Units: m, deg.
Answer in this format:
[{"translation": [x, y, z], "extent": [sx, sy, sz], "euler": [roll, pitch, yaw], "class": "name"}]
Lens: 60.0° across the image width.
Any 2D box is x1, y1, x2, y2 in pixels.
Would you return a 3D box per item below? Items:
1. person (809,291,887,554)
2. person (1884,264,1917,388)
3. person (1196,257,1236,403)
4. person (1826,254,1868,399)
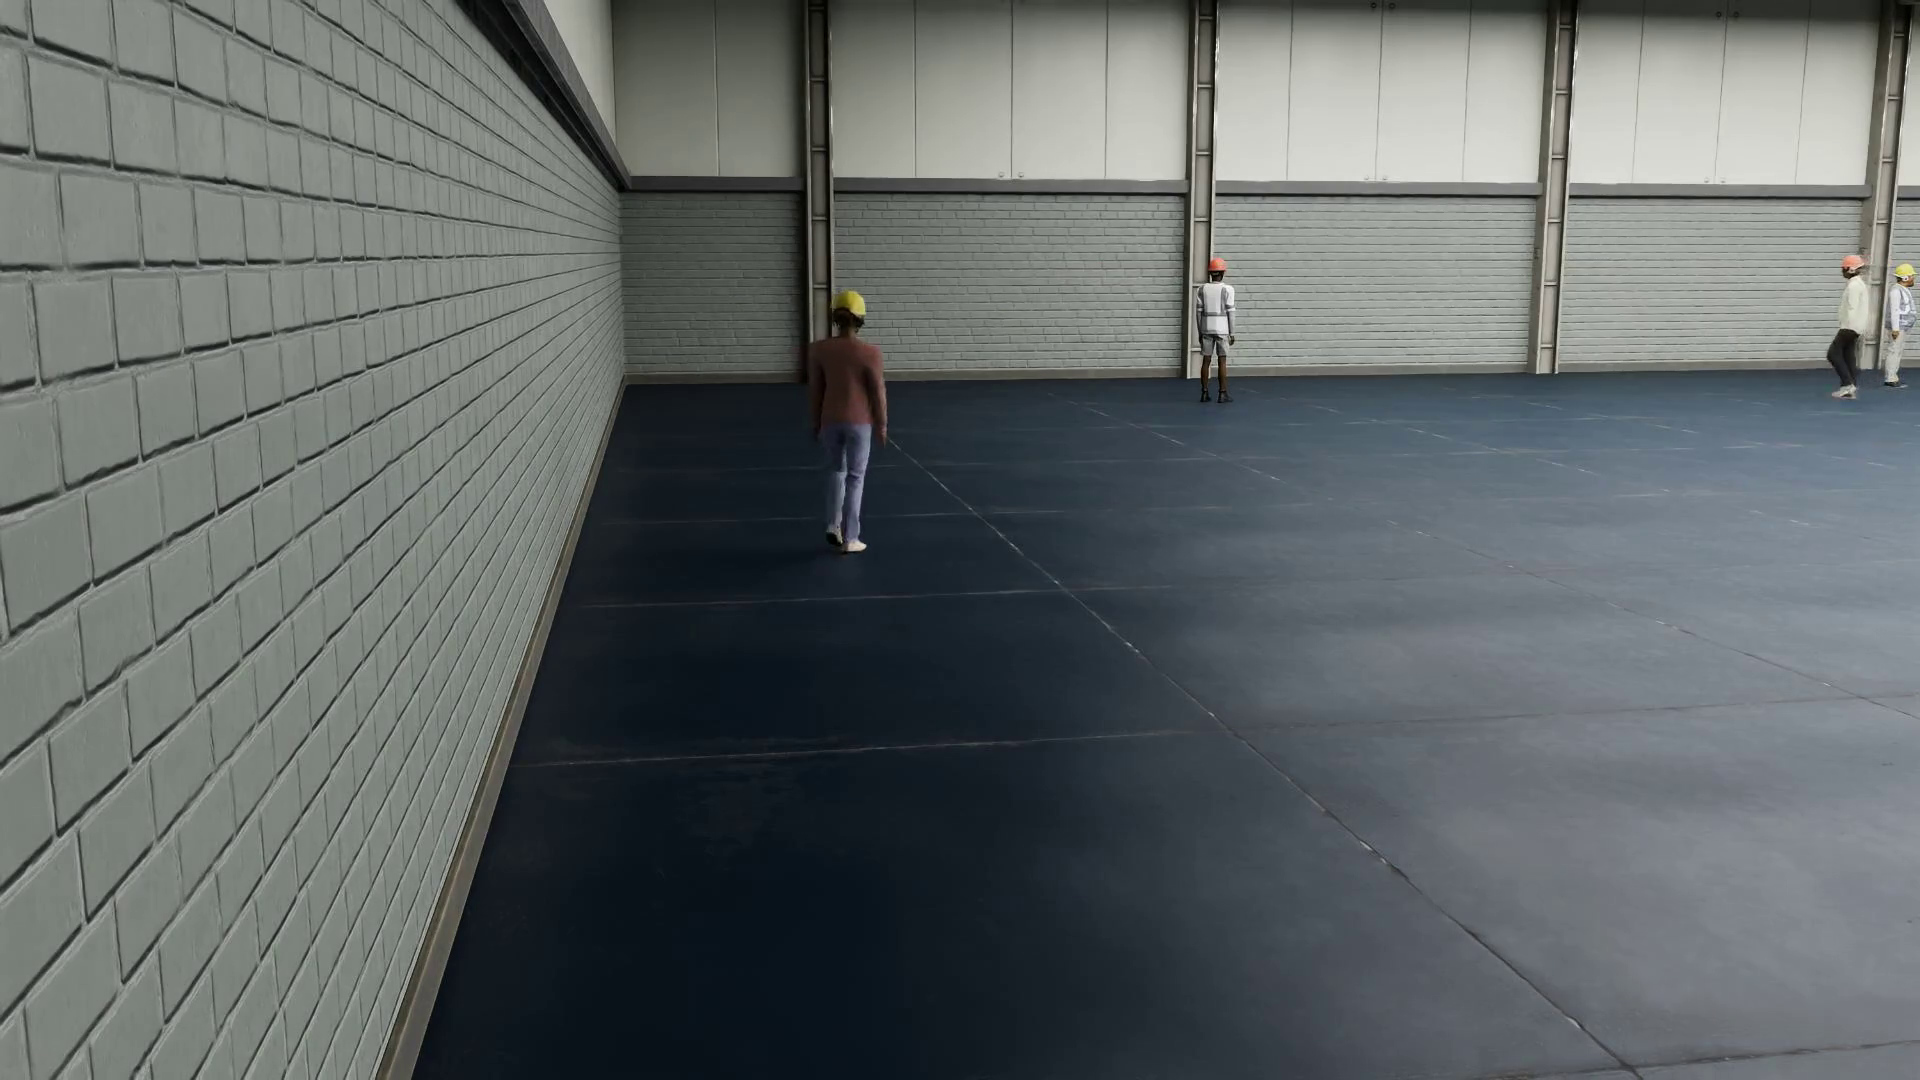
[{"translation": [-0.735, -0.784, 11.153], "extent": [0.546, 1.752, 0.375], "euler": [4, 11, 23], "class": "person"}, {"translation": [13.945, -3.167, 24.667], "extent": [0.404, 1.835, 0.599], "euler": [8, 13, 38], "class": "person"}, {"translation": [3.426, -2.799, 22.246], "extent": [0.545, 1.942, 0.349], "euler": [6, 11, 30], "class": "person"}, {"translation": [12.157, -2.912, 22.792], "extent": [0.460, 1.973, 0.643], "euler": [6, 12, 33], "class": "person"}]
